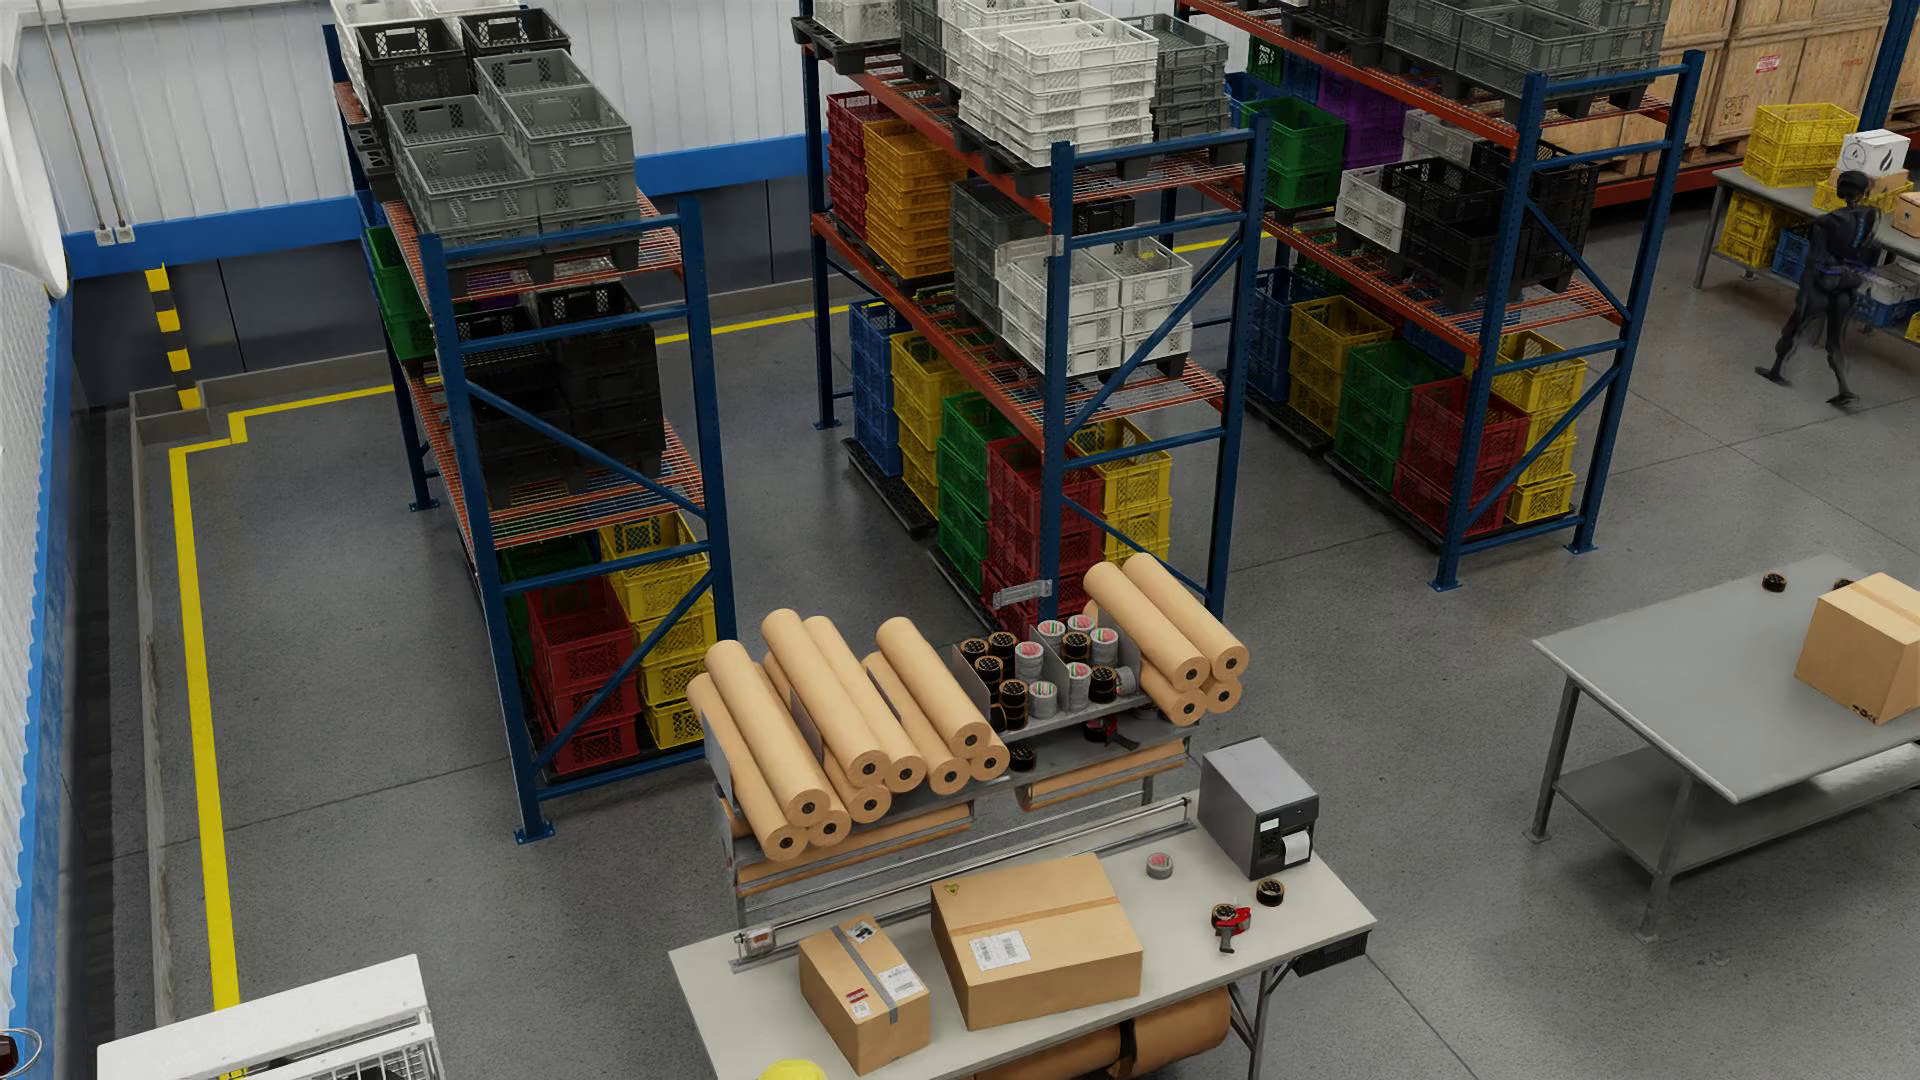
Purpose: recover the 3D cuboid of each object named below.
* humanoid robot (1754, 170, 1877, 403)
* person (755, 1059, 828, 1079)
[{"bbox_3d":[6.065,-1.756,11.513,0.576,1.634,0.722,-7,32,-11],"label":"humanoid robot"},{"bbox_3d":[-0.474,2.189,4.986,0.325,1.766,0.532,-4,32,-6],"label":"person"}]
